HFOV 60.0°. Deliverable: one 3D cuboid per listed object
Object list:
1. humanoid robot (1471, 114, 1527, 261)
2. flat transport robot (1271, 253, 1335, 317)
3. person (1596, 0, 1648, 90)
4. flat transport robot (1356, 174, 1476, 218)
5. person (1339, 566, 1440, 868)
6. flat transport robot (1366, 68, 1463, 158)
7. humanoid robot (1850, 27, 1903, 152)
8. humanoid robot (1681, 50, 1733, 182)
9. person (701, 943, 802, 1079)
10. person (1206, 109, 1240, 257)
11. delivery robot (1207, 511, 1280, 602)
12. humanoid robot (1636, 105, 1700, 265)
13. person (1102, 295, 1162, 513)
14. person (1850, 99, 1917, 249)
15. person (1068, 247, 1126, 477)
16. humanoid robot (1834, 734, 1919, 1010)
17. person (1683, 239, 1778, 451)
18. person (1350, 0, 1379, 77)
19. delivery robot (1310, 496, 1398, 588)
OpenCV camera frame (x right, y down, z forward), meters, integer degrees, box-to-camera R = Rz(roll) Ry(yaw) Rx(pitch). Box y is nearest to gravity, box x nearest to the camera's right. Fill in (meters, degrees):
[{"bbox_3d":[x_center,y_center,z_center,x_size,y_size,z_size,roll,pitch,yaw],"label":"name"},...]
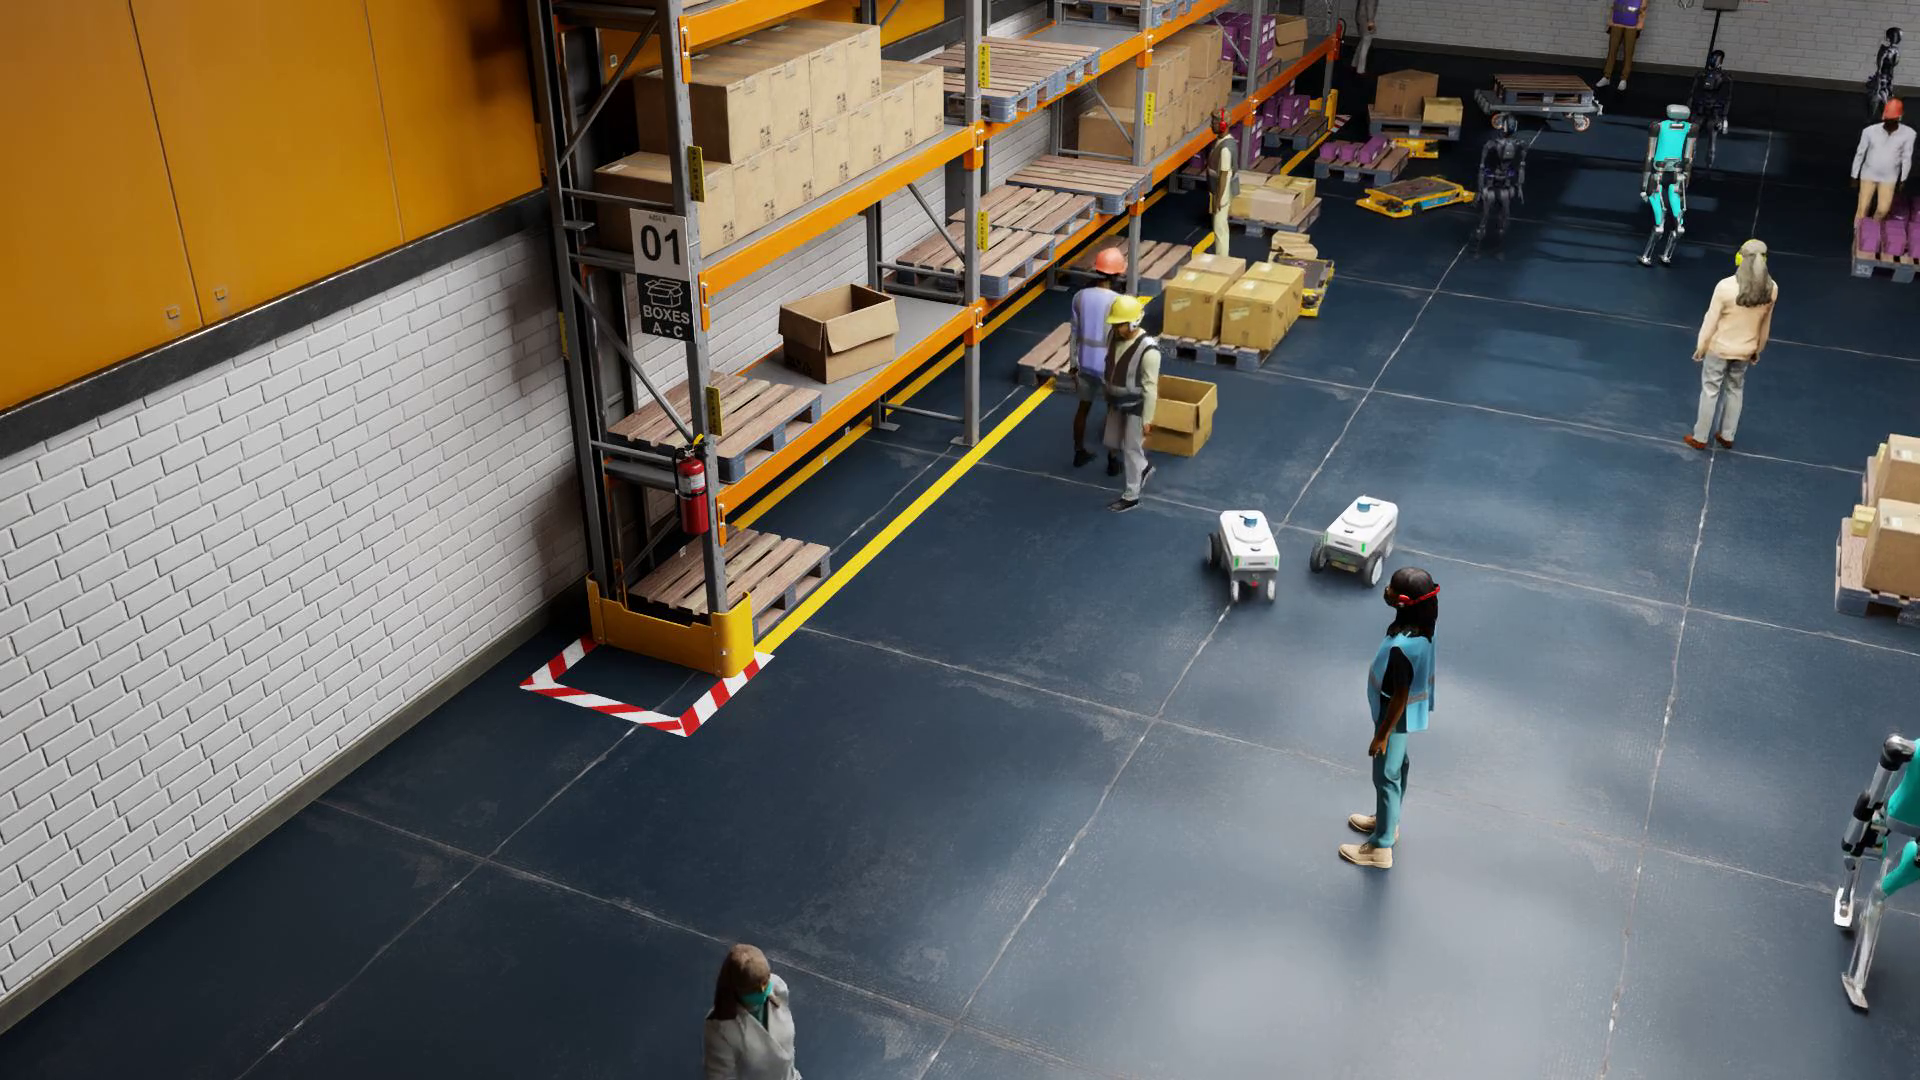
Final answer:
[{"bbox_3d":[6.014,-3.939,18.556,0.601,1.647,0.358,-4,29,-8],"label":"humanoid robot"},{"bbox_3d":[3.594,-2.738,17.806,0.659,0.231,1.431,9,30,16],"label":"flat transport robot"},{"bbox_3d":[10.336,-7.995,25.808,0.531,1.927,0.421,23,36,36],"label":"person"},{"bbox_3d":[5.664,-4.268,20.642,1.431,0.231,0.659,-17,33,-29],"label":"flat transport robot"},{"bbox_3d":[2.414,0.981,9.228,0.388,1.866,0.530,12,31,21],"label":"person"},{"bbox_3d":[6.253,-5.576,23.068,0.659,0.231,1.431,5,29,9],"label":"flat transport robot"},{"bbox_3d":[12.489,-6.107,22.563,0.601,1.648,0.347,-24,36,-37],"label":"humanoid robot"},{"bbox_3d":[9.610,-5.453,21.355,0.330,1.650,0.611,-23,36,-36],"label":"humanoid robot"},{"bbox_3d":[-0.849,2.348,6.955,0.516,1.609,0.891,-24,37,-37],"label":"person"},{"bbox_3d":[2.840,-3.746,18.026,0.376,1.837,0.559,2,28,4],"label":"person"},{"bbox_3d":[2.124,0.077,12.294,0.499,0.603,0.803,0,28,-1],"label":"delivery robot"},{"bbox_3d":[7.784,-3.850,18.214,0.530,1.694,0.745,1,28,2],"label":"humanoid robot"},{"bbox_3d":[1.351,-1.086,13.118,0.511,1.807,0.628,-16,32,-27],"label":"person"},{"bbox_3d":[10.396,-4.123,18.820,0.592,1.733,0.421,15,32,25],"label":"person"},{"bbox_3d":[1.187,-1.450,13.685,0.620,1.927,0.445,25,37,38],"label":"person"},{"bbox_3d":[4.791,1.464,8.523,0.560,1.760,1.035,9,30,17],"label":"humanoid robot"},{"bbox_3d":[6.526,-1.625,14.065,0.566,1.870,0.426,-1,28,-2],"label":"person"},{"bbox_3d":[6.509,-8.350,26.585,0.376,1.818,0.525,1,28,2],"label":"person"},{"bbox_3d":[2.991,-0.015,12.473,0.499,0.612,0.813,17,33,29],"label":"delivery robot"}]
